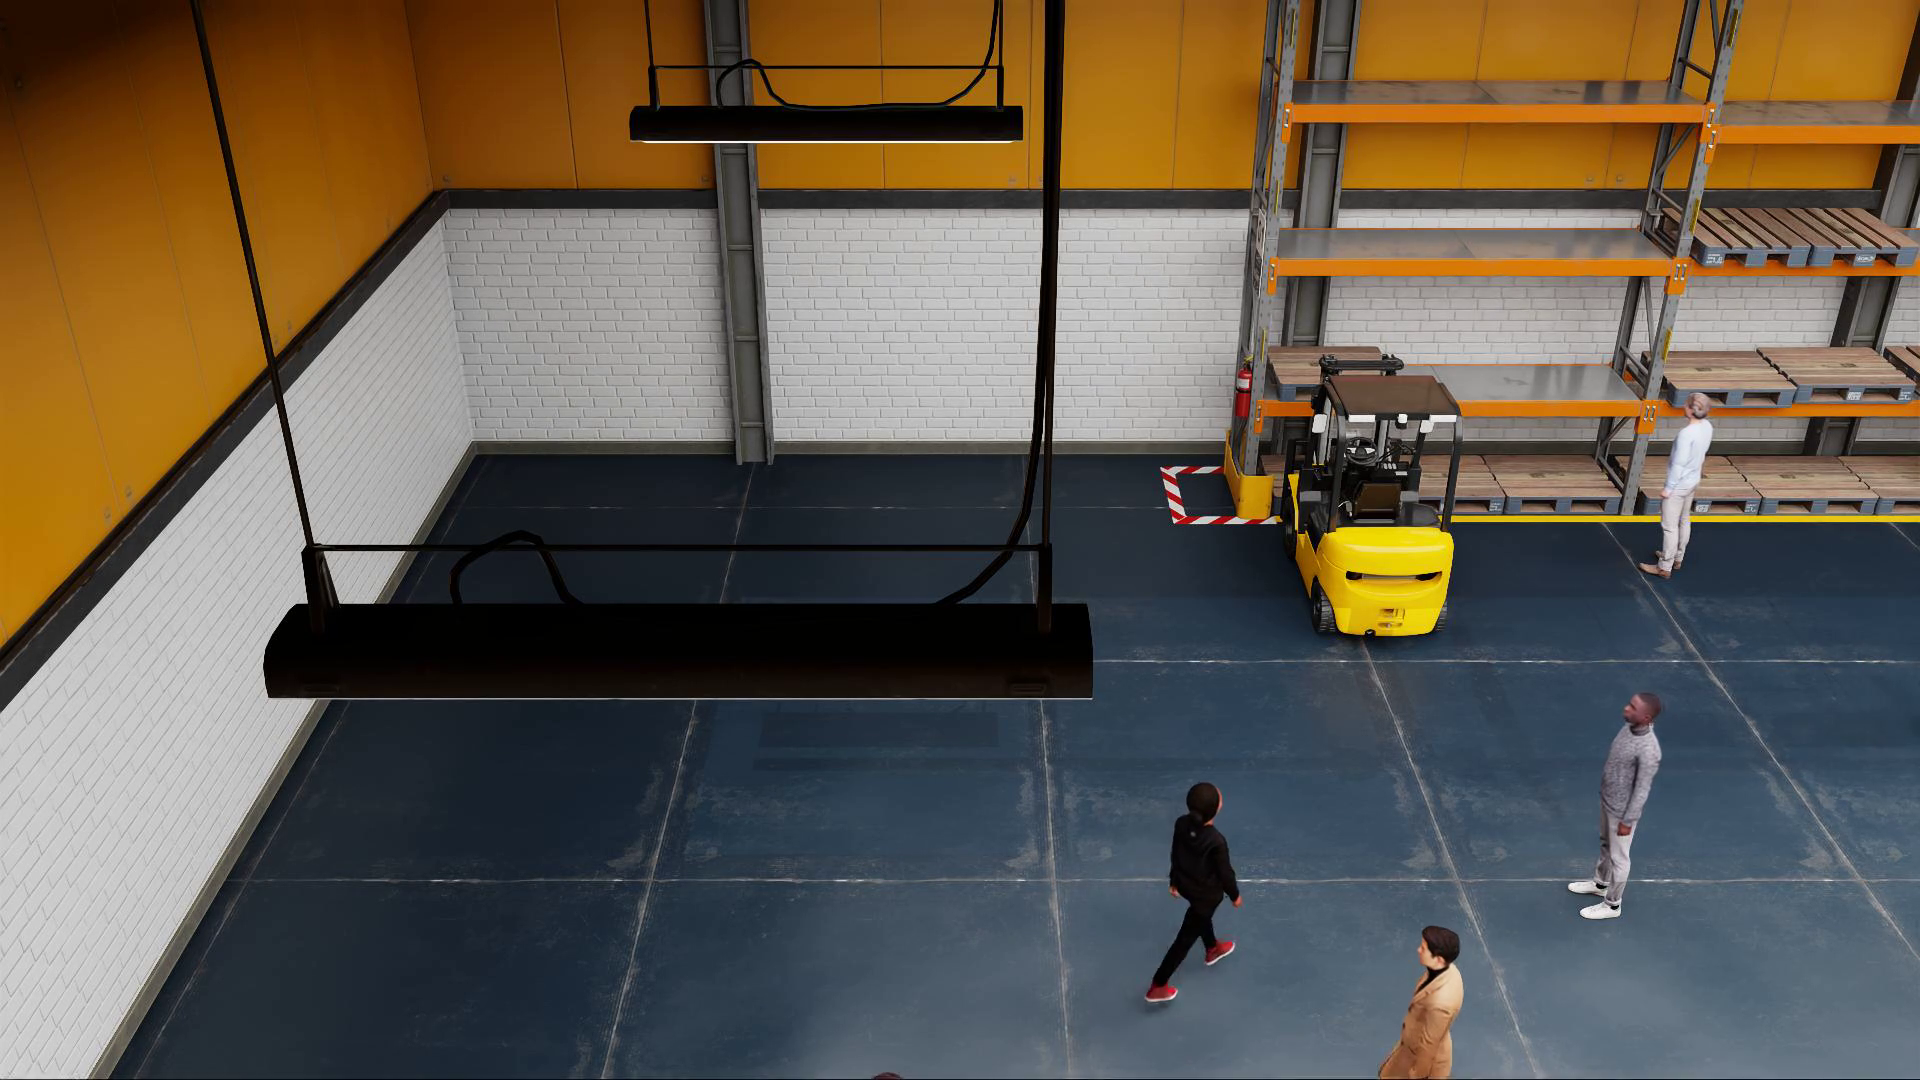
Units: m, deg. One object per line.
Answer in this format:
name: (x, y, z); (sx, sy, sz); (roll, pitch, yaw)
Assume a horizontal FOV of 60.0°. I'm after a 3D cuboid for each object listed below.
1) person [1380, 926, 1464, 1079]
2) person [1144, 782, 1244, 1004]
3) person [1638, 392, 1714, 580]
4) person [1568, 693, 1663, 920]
person: (2.810, 2.998, 9.723); (1.018, 1.698, 0.732); (5, 29, 9)
person: (1.520, 2.363, 10.958); (1.176, 1.630, 1.003); (-19, 34, -30)
person: (6.944, -0.541, 16.007); (0.735, 1.892, 0.809); (-23, 36, -36)
person: (4.664, 1.847, 11.685); (0.545, 1.839, 0.683); (1, 29, 2)
